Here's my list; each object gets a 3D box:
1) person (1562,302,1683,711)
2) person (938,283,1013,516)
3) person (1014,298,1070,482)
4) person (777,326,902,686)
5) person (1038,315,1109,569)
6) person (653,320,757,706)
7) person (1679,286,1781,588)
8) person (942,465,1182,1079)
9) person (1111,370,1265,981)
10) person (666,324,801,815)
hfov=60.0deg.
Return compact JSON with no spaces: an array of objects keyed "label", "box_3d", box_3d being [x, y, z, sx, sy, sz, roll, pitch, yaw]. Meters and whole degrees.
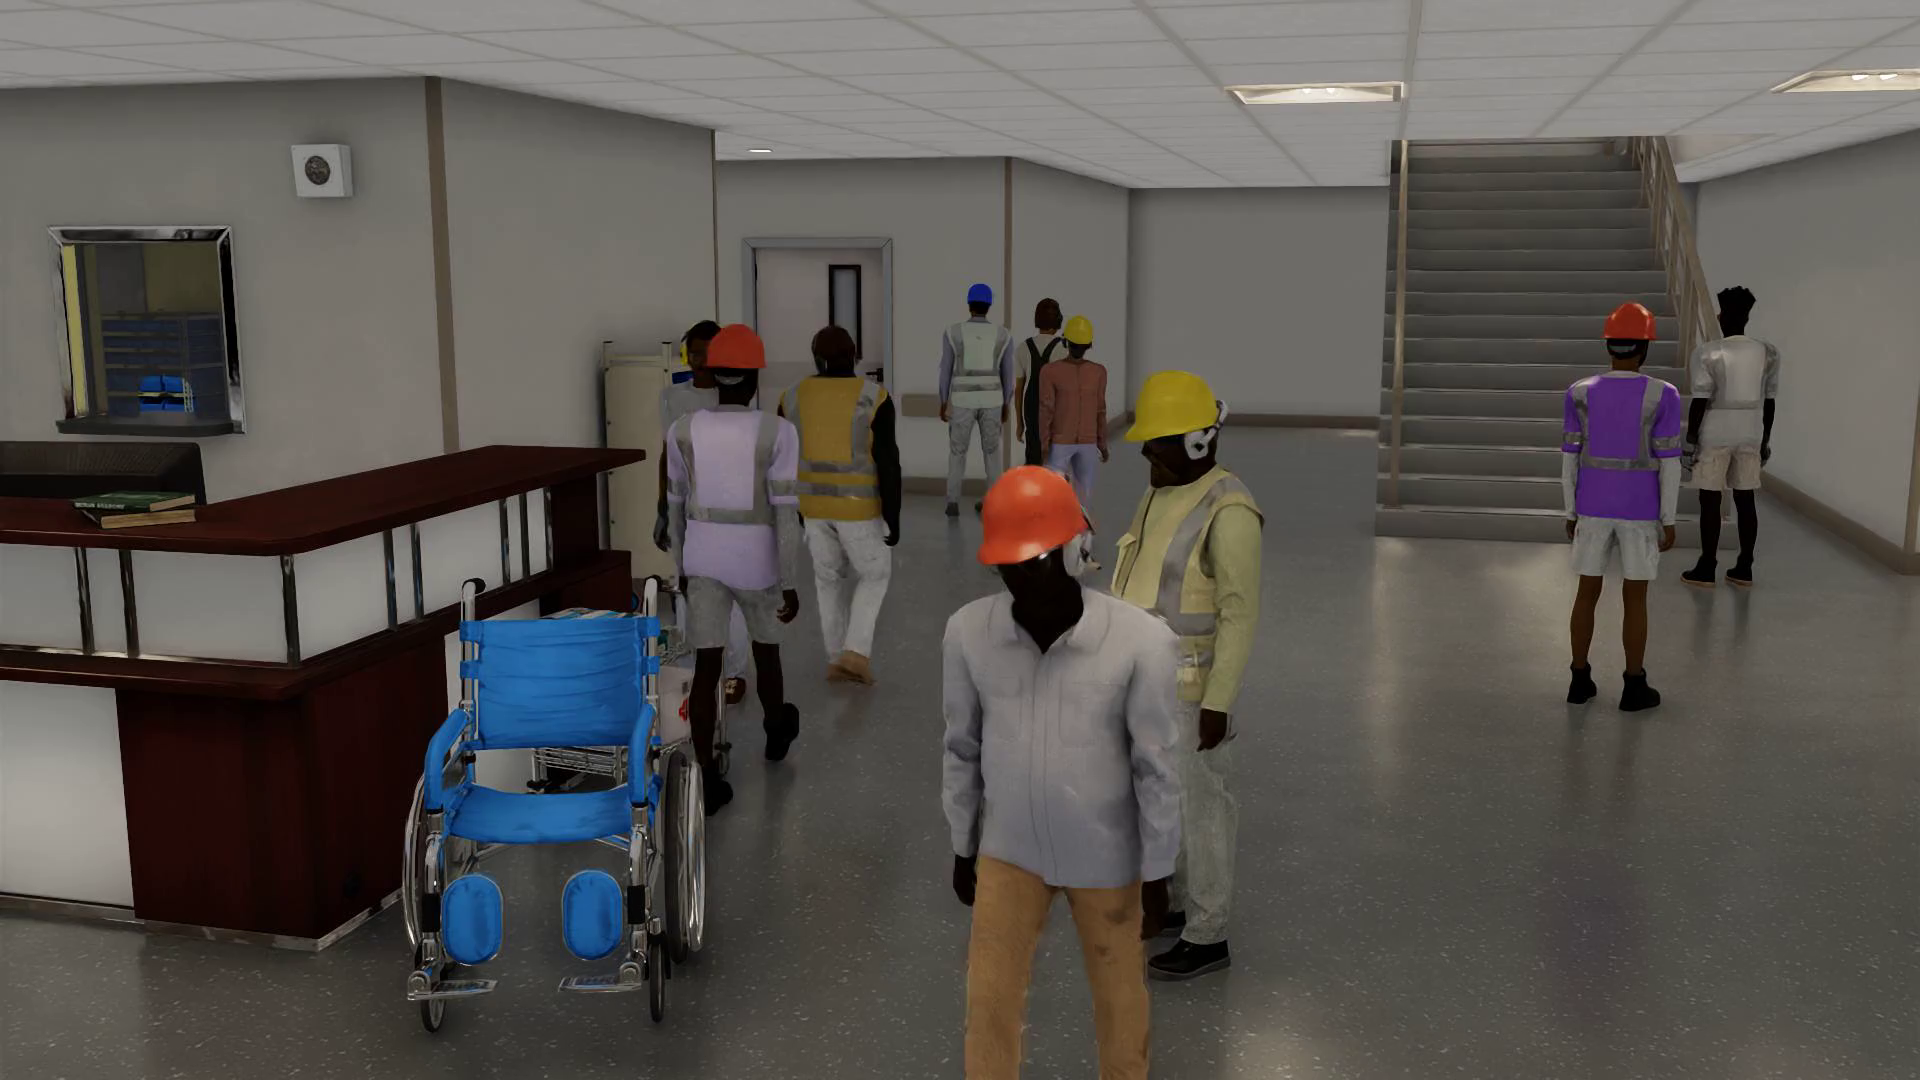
[{"label":"person","box_3d":[3.140,-0.155,7.921,0.544,1.939,0.353,7,12,37]},{"label":"person","box_3d":[0.131,-1.156,13.832,0.632,1.933,0.445,-1,10,-6]},{"label":"person","box_3d":[0.656,-0.885,12.490,0.506,1.847,0.350,4,11,24]},{"label":"person","box_3d":[-0.576,-0.158,8.304,0.654,1.816,0.513,3,10,18]},{"label":"person","box_3d":[0.785,-0.656,11.410,0.523,1.760,0.327,-4,10,-22]},{"label":"person","box_3d":[-1.225,-0.127,8.014,0.530,1.855,0.335,2,10,10]},{"label":"person","box_3d":[5.002,-0.665,10.844,0.614,1.963,0.362,-1,10,-7]},{"label":"person","box_3d":[0.209,0.682,3.671,0.562,1.715,0.607,4,10,20]},{"label":"person","box_3d":[0.655,0.401,4.999,0.403,1.822,0.586,-3,10,-18]},{"label":"person","box_3d":[-0.894,0.082,6.702,0.569,1.874,1.027,1,10,8]}]
